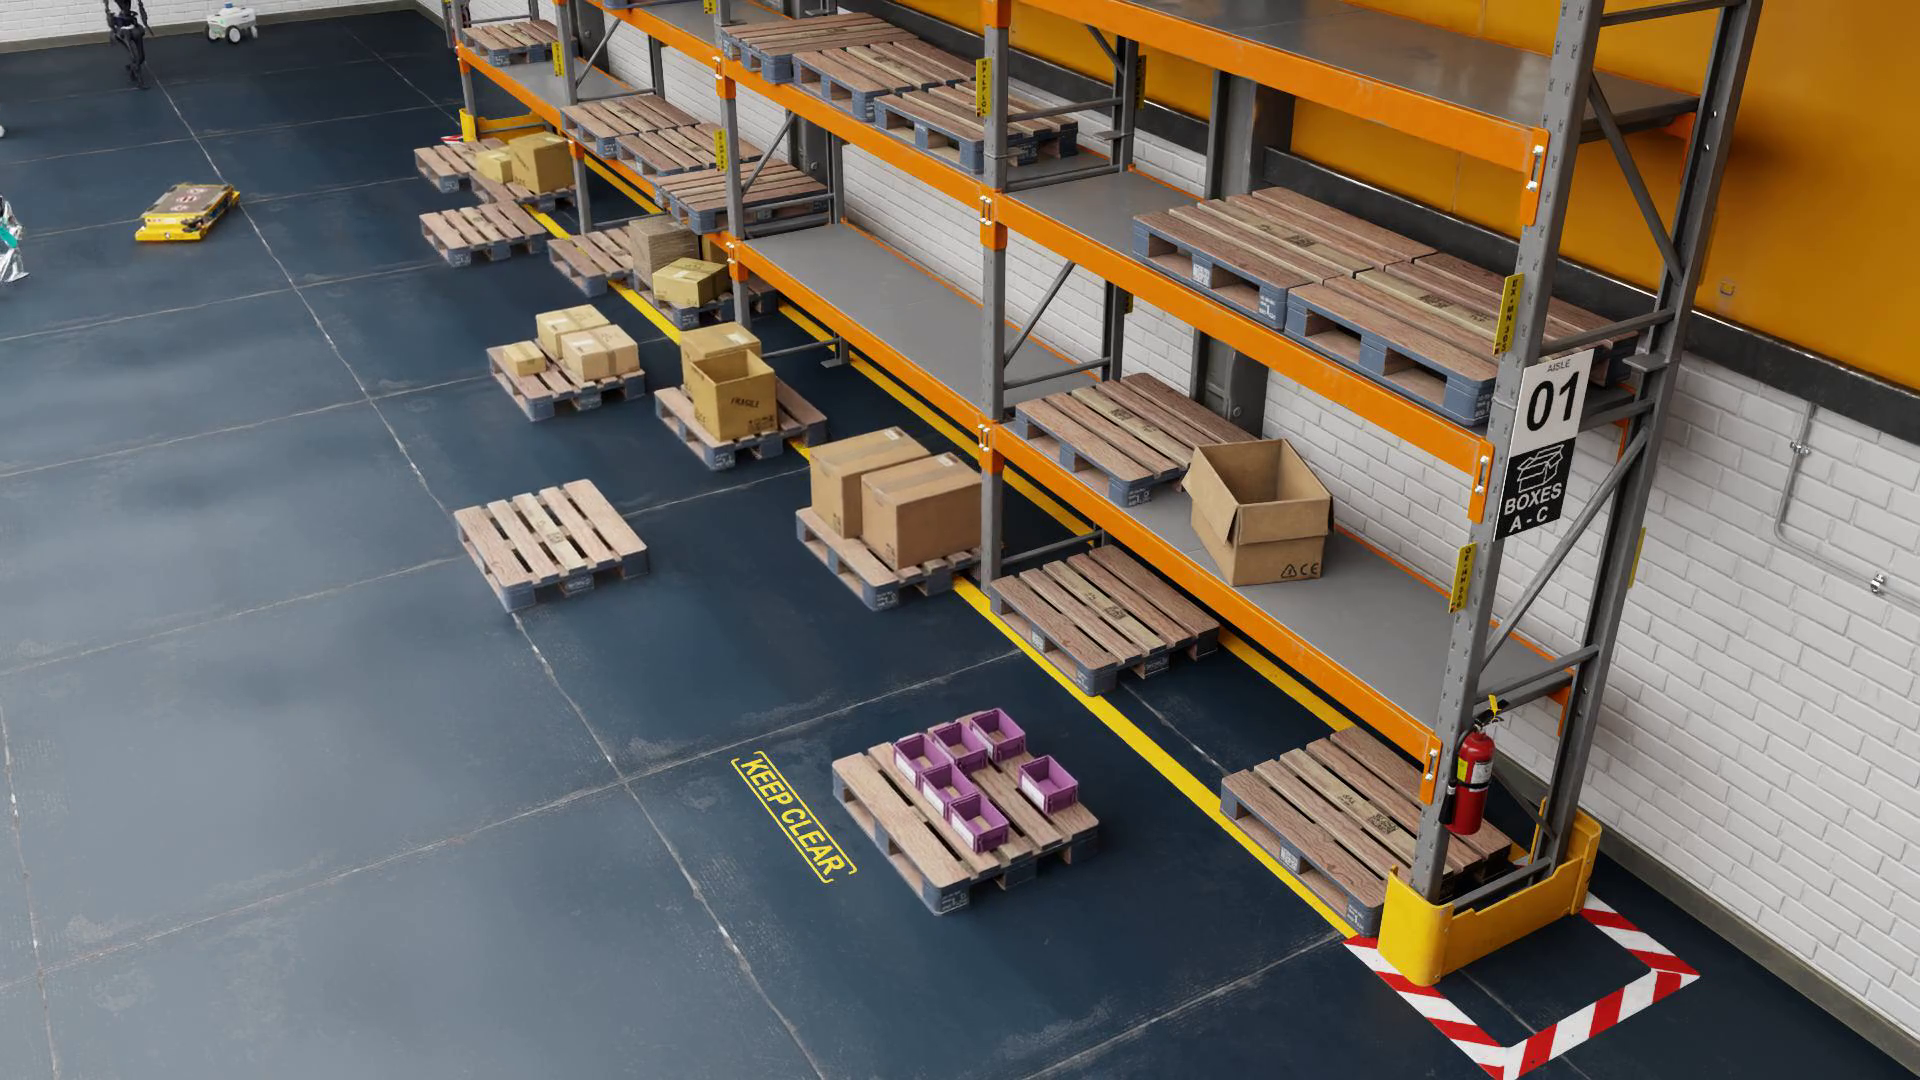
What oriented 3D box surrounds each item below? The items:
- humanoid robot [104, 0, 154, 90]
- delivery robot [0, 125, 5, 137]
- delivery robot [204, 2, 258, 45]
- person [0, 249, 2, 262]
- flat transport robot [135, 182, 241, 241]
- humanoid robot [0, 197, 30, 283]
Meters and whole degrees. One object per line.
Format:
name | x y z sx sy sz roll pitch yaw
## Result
humanoid robot | -11.339 -6.988 22.556 0.644 1.630 0.609 18 34 29
delivery robot | -12.278 -5.190 20.510 0.802 0.600 0.499 -1 30 -1
delivery robot | -11.000 -7.819 25.137 0.524 0.586 0.738 12 32 21
person | -9.865 -3.517 16.385 0.466 1.706 0.367 -8 30 -14
flat transport robot | -8.288 -3.536 17.874 0.659 0.231 1.431 -2 30 -4
humanoid robot | -9.176 -3.179 15.739 0.549 1.743 0.914 11 31 18
